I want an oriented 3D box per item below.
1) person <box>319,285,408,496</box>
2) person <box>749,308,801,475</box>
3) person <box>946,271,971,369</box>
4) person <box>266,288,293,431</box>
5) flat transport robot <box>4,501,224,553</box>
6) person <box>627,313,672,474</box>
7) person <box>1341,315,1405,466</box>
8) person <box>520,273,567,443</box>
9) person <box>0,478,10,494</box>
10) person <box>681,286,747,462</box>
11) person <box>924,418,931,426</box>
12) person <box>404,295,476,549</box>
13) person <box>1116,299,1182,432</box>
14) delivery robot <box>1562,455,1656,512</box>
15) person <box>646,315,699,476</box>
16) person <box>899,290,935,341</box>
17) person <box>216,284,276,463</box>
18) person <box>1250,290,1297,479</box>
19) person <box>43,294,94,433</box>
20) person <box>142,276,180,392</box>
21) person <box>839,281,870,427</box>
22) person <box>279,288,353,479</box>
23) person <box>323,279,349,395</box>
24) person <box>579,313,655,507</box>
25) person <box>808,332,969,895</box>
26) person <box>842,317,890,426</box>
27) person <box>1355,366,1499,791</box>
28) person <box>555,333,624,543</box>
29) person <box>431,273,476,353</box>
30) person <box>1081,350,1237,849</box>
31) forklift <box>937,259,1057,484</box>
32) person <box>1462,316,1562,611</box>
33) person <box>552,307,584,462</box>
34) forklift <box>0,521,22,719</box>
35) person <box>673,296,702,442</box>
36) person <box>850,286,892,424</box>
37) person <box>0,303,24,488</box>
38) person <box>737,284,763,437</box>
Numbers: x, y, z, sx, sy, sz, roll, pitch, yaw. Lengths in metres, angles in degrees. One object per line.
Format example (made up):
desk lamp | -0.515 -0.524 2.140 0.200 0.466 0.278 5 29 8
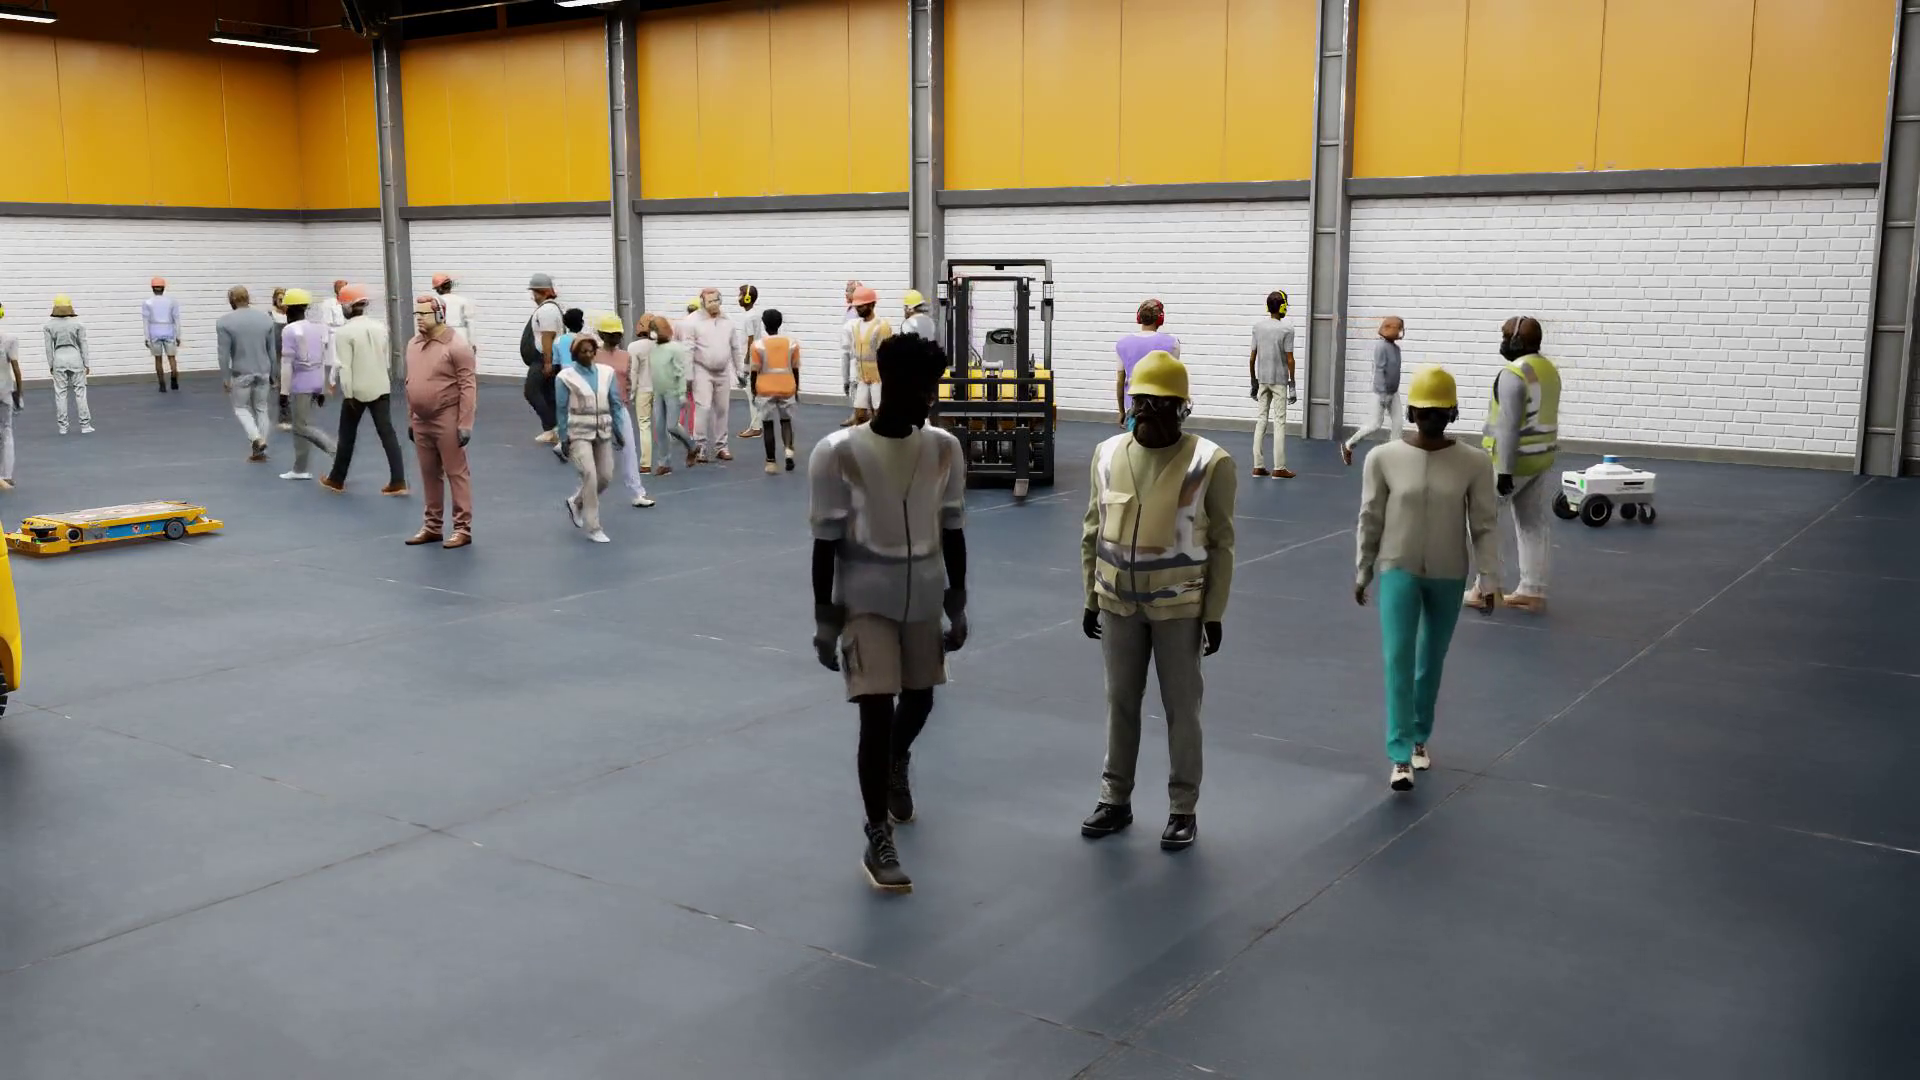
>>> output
person | -5.510 -1.372 15.349 1.011 1.941 0.622 6 11 32
person | -1.863 -1.493 16.781 0.544 1.685 0.377 -3 10 -19
person | 0.023 -2.545 22.070 0.646 2.022 0.622 4 10 24
person | -8.439 -2.245 20.921 0.906 1.805 0.539 8 12 40
flat transport robot | -6.530 -0.116 12.817 0.652 0.197 1.431 7 12 35
person | -3.141 -1.483 16.905 0.508 1.632 0.271 -7 12 -35
person | 4.341 -1.514 17.148 0.715 1.610 0.500 9 13 43
person | -4.906 -2.141 19.614 0.538 2.000 0.701 -1 10 -6
person | -9.017 -1.211 14.799 0.897 1.807 0.632 -3 10 -17
person | -2.643 -1.786 17.934 0.749 1.895 0.400 -7 12 -37
person | -0.245 -0.096 8.710 0.398 1.655 0.532 -2 10 -11
person | -3.947 -0.889 12.556 0.642 1.909 0.399 5 11 29
person | 1.565 -1.074 13.834 0.563 1.848 0.389 4 10 24
delivery robot | 5.352 -0.456 13.717 0.707 0.478 0.477 -2 10 -11
person | -2.910 -1.456 16.758 0.529 1.619 0.470 6 11 32
person | -0.561 -2.042 19.663 0.464 1.824 0.617 6 11 33
person | -7.554 -1.756 17.701 0.640 1.915 0.488 -9 13 -44
person | 3.127 -1.543 16.563 0.533 1.869 0.311 9 13 43
person | -11.192 -2.205 20.880 0.487 1.745 0.292 -3 10 -18
person | -13.088 -3.366 27.278 0.545 1.924 0.548 -6 11 -32
person | -1.357 -2.392 21.508 0.408 1.906 0.653 -4 10 -21
person | -6.361 -1.510 16.281 0.769 1.901 0.596 1 10 6
person | -9.754 -3.163 26.205 0.489 1.871 0.604 8 13 41
person | -3.101 -1.144 14.668 0.508 1.713 0.946 -9 13 -42
person | -0.278 0.208 6.005 0.643 1.926 0.893 -5 11 -26
person | -0.996 -1.752 17.787 0.584 1.891 0.888 1 10 5
person | 1.911 0.165 6.786 0.551 1.721 0.870 1 10 8
person | -2.906 -0.800 12.871 0.591 1.616 0.523 9 13 44
person | -7.218 -2.780 23.565 0.628 1.986 0.674 -5 11 -28
person | 0.712 0.219 6.164 0.591 1.837 0.403 5 11 28
forklift | 0.370 -1.738 16.759 1.214 2.155 2.313 1 10 3
person | 3.379 -0.471 10.310 0.661 1.823 0.618 -9 13 -44
person | -4.181 -1.679 17.979 0.531 1.669 0.826 5 11 27
forklift | -5.296 -0.090 6.943 1.214 2.155 2.313 7 12 35
person | -3.175 -2.029 19.823 0.540 1.739 0.435 3 10 19
person | -0.908 -1.693 17.365 0.575 1.905 0.575 -9 13 -43
person | -9.089 -1.373 15.621 0.518 1.845 0.676 -5 11 -28
person | -2.591 -2.188 20.429 0.344 1.868 0.544 0 10 2
